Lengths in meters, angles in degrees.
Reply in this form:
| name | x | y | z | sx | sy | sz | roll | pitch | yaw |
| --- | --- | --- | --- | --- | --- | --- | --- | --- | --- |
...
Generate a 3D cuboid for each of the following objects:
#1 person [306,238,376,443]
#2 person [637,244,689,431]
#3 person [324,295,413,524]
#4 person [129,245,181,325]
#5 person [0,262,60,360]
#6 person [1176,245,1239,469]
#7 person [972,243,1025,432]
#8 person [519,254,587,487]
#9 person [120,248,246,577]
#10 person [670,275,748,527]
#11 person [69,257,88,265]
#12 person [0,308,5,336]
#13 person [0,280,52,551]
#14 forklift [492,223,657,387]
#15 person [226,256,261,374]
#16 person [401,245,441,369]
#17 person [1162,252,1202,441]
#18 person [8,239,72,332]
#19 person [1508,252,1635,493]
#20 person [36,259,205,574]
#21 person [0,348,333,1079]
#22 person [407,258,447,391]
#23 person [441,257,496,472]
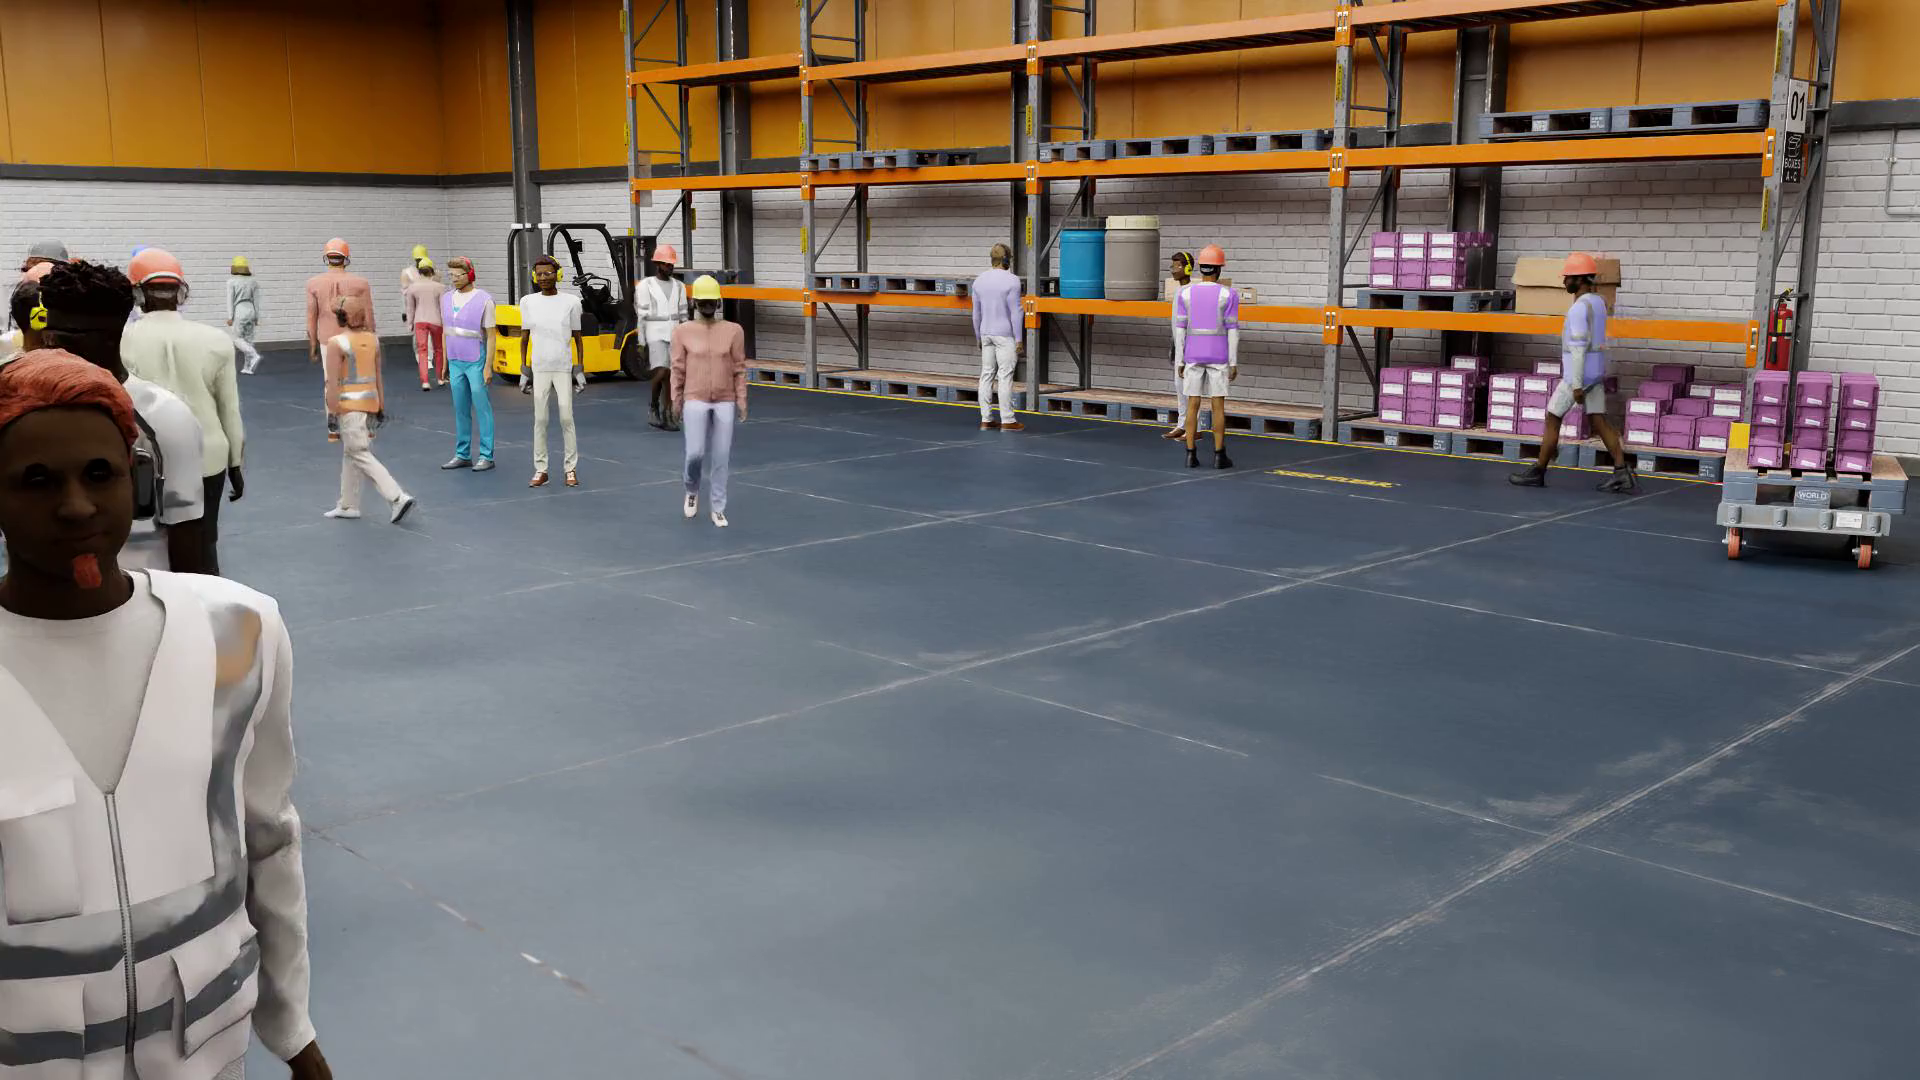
| name | x | y | z | sx | sy | sz | roll | pitch | yaw |
| --- | --- | --- | --- | --- | --- | --- | --- | --- | --- |
| person | -6.044 | -1.948 | 16.292 | 0.623 | 1.990 | 0.398 | -2 | 11 | -12 |
| person | -3.035 | -2.071 | 17.149 | 0.579 | 1.924 | 0.400 | -9 | 14 | -40 |
| person | -4.206 | -0.915 | 11.707 | 0.770 | 1.614 | 0.522 | 3 | 11 | 17 |
| person | -8.645 | -2.185 | 17.814 | 0.625 | 1.896 | 0.958 | 0 | 10 | -2 |
| person | -4.615 | -0.456 | 8.458 | 0.549 | 1.897 | 0.962 | -2 | 11 | -12 |
| person | 2.152 | -1.582 | 14.455 | 0.548 | 1.937 | 0.379 | 4 | 11 | 22 |
| person | 0.403 | -2.085 | 17.190 | 0.627 | 1.941 | 0.373 | 9 | 14 | 42 |
| person | -3.285 | -1.355 | 13.402 | 0.536 | 1.869 | 0.314 | -1 | 10 | -5 |
| person | -3.599 | -0.350 | 7.660 | 0.618 | 1.968 | 0.687 | -7 | 12 | -33 |
| person | -1.739 | -0.959 | 11.569 | 0.524 | 1.755 | 0.394 | -4 | 11 | -20 |
| person | -7.635 | -1.542 | 14.530 | 1.009 | 1.836 | 0.584 | 9 | 14 | 41 |
| person | -9.817 | -1.822 | 16.711 | 0.502 | 1.578 | 0.858 | -9 | 14 | -40 |
| person | -3.772 | -0.117 | 6.715 | 0.561 | 1.845 | 0.561 | -1 | 10 | -7 |
| forklift | -5.316 | -3.263 | 22.920 | 2.313 | 2.155 | 1.214 | -10 | 14 | -44 |
| person | -10.400 | -3.268 | 24.222 | 0.532 | 1.725 | 0.493 | 6 | 12 | 31 |
| person | -8.208 | -3.555 | 25.370 | 0.594 | 1.891 | 0.681 | -5 | 11 | -24 |
| person | 2.217 | -1.905 | 16.439 | 0.318 | 1.860 | 0.509 | -3 | 11 | -17 |
| person | -7.072 | -1.348 | 12.896 | 0.570 | 2.000 | 0.701 | -4 | 11 | -19 |
| person | 4.922 | -1.315 | 13.145 | 0.983 | 1.896 | 0.563 | 10 | 14 | 43 |
| person | -2.441 | 0.163 | 4.882 | 0.627 | 1.955 | 0.527 | 5 | 12 | 26 |
| person | -1.120 | 0.697 | 2.178 | 0.577 | 1.882 | 0.356 | -10 | 14 | -43 |
| person | -6.992 | -2.837 | 21.887 | 0.538 | 1.712 | 0.957 | -1 | 10 | -8 |
| person | -4.230 | -1.515 | 14.354 | 0.565 | 1.840 | 0.390 | 5 | 12 | 25 |
